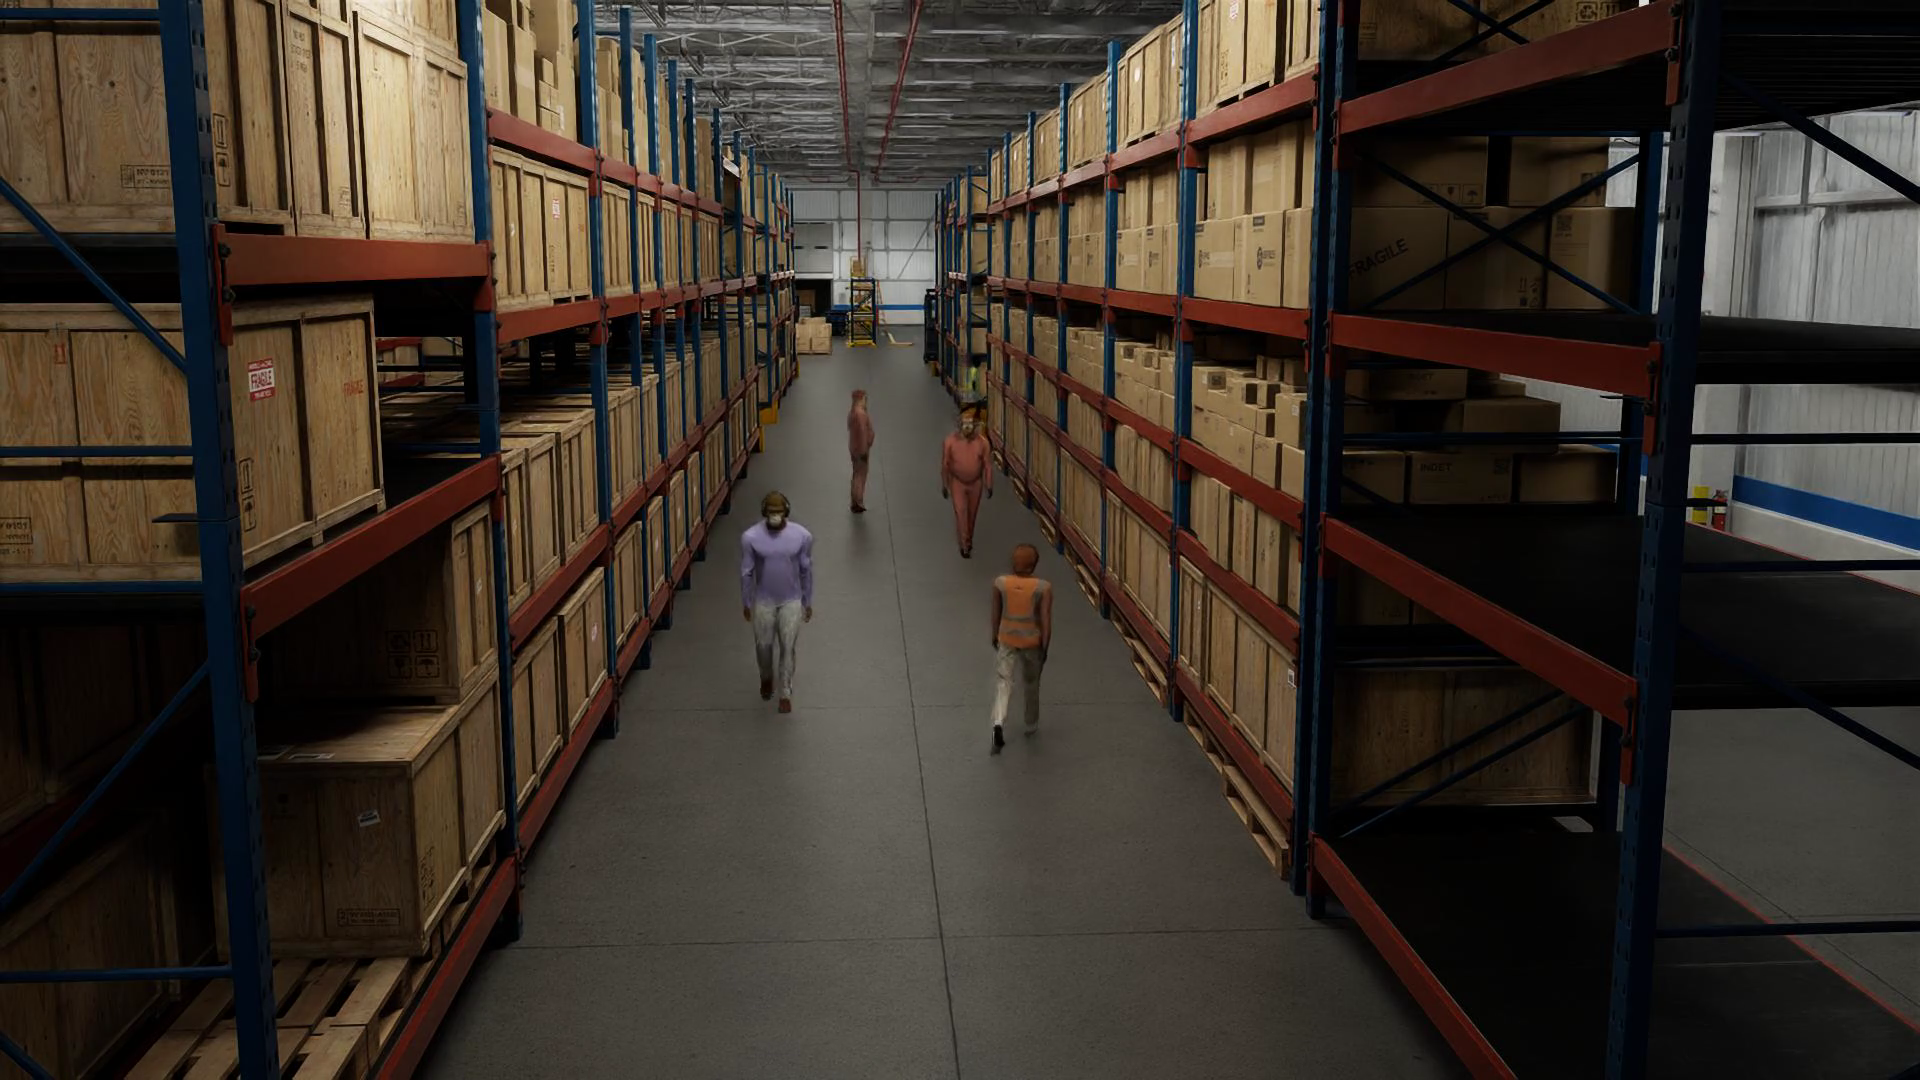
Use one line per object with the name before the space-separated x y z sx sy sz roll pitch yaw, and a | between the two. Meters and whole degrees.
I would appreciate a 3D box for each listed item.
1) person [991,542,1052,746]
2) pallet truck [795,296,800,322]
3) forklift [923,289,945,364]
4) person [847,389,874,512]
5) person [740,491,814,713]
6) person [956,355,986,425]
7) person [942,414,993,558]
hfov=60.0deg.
person | 0.473 0.828 13.303 0.522 1.613 0.756 2 10 15
pallet truck | -8.622 -12.439 91.403 1.885 1.965 0.823 2 10 13
forklift | -0.812 -8.127 63.013 1.129 2.768 1.873 -1 10 -3
person | -1.527 -1.381 25.749 0.403 1.880 0.790 -2 10 -11
person | -1.560 0.521 14.238 0.625 1.924 0.478 -1 10 -7
person | 0.280 -3.524 39.118 0.620 1.663 0.538 3 10 16
person | 0.101 -0.744 21.966 0.659 1.865 0.977 -1 10 -8
